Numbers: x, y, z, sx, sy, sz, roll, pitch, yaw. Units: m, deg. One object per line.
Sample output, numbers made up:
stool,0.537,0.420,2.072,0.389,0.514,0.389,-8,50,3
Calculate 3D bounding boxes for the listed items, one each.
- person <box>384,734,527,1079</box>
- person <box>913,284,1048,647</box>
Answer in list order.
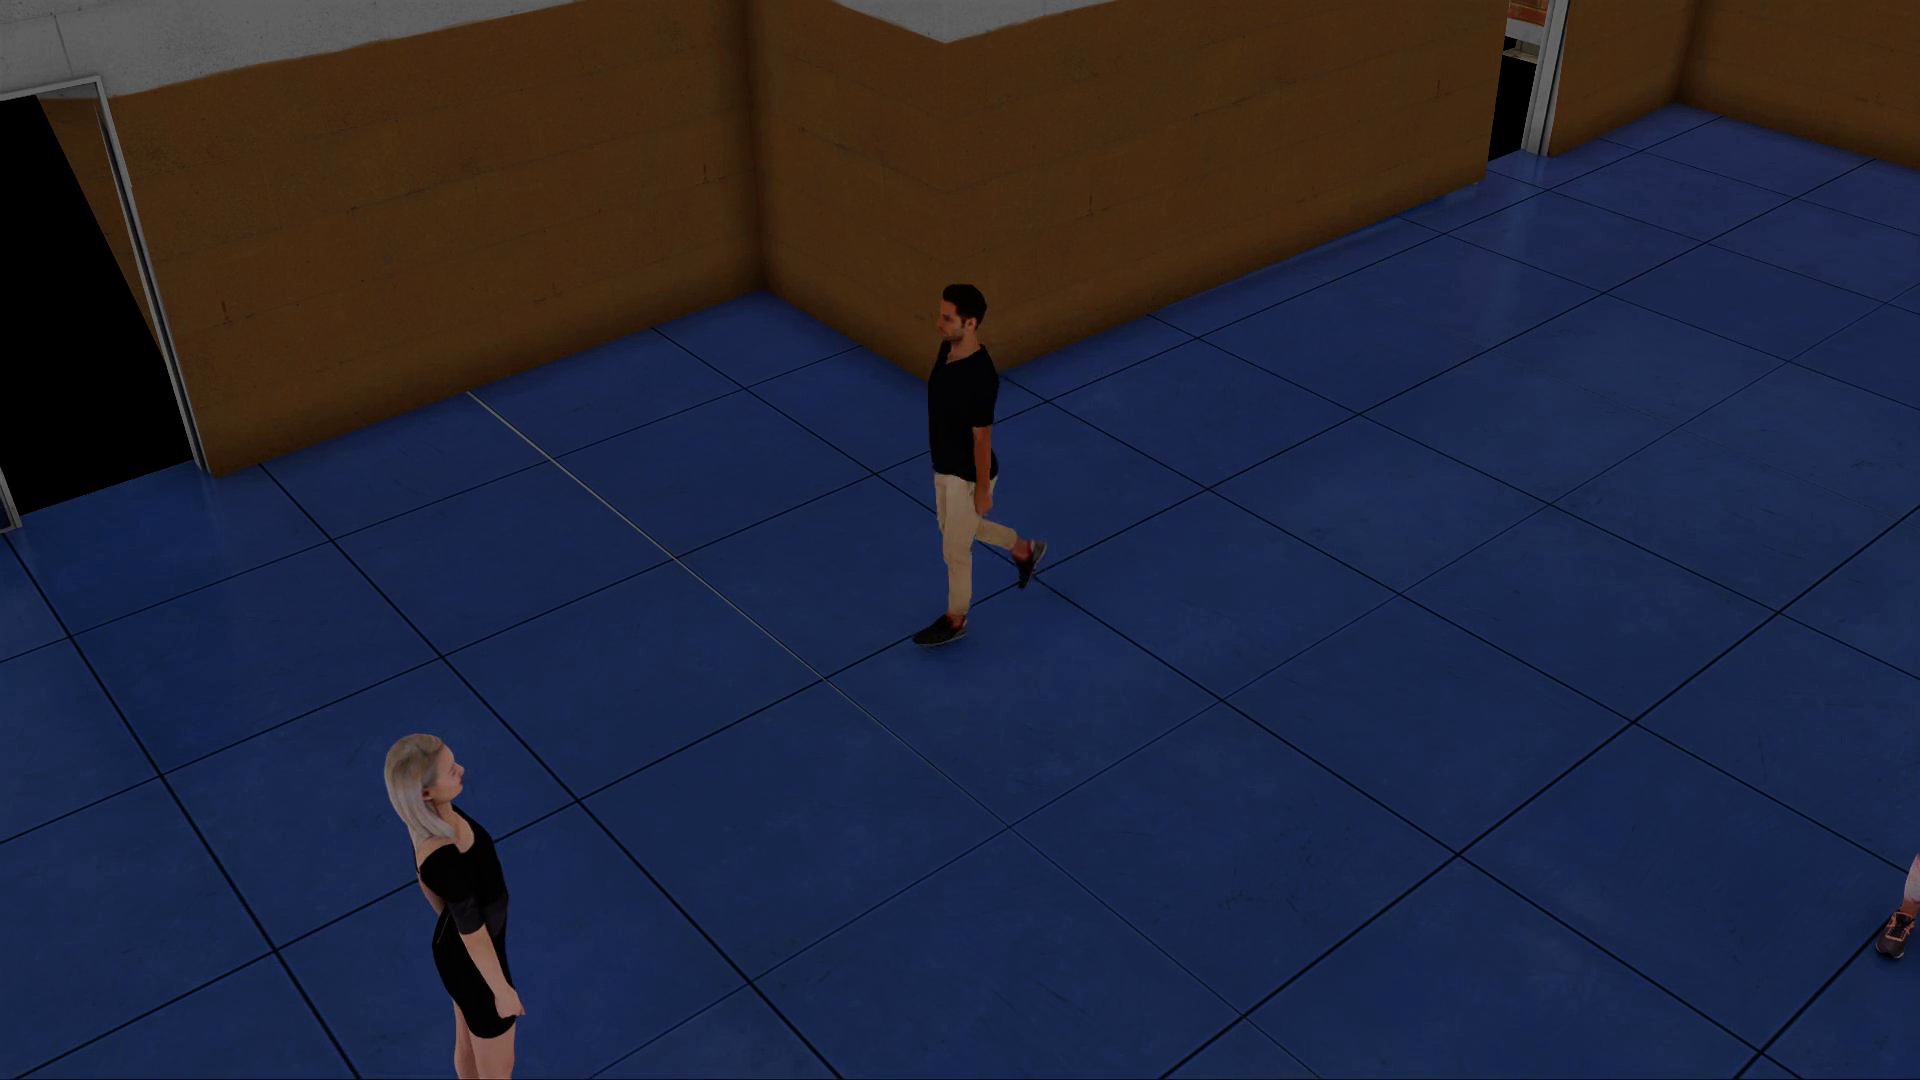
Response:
person,-1.550,1.339,5.269,0.664,1.829,0.477,-19,38,-26
person,0.103,-0.352,7.779,0.888,1.840,1.014,-14,36,-20
